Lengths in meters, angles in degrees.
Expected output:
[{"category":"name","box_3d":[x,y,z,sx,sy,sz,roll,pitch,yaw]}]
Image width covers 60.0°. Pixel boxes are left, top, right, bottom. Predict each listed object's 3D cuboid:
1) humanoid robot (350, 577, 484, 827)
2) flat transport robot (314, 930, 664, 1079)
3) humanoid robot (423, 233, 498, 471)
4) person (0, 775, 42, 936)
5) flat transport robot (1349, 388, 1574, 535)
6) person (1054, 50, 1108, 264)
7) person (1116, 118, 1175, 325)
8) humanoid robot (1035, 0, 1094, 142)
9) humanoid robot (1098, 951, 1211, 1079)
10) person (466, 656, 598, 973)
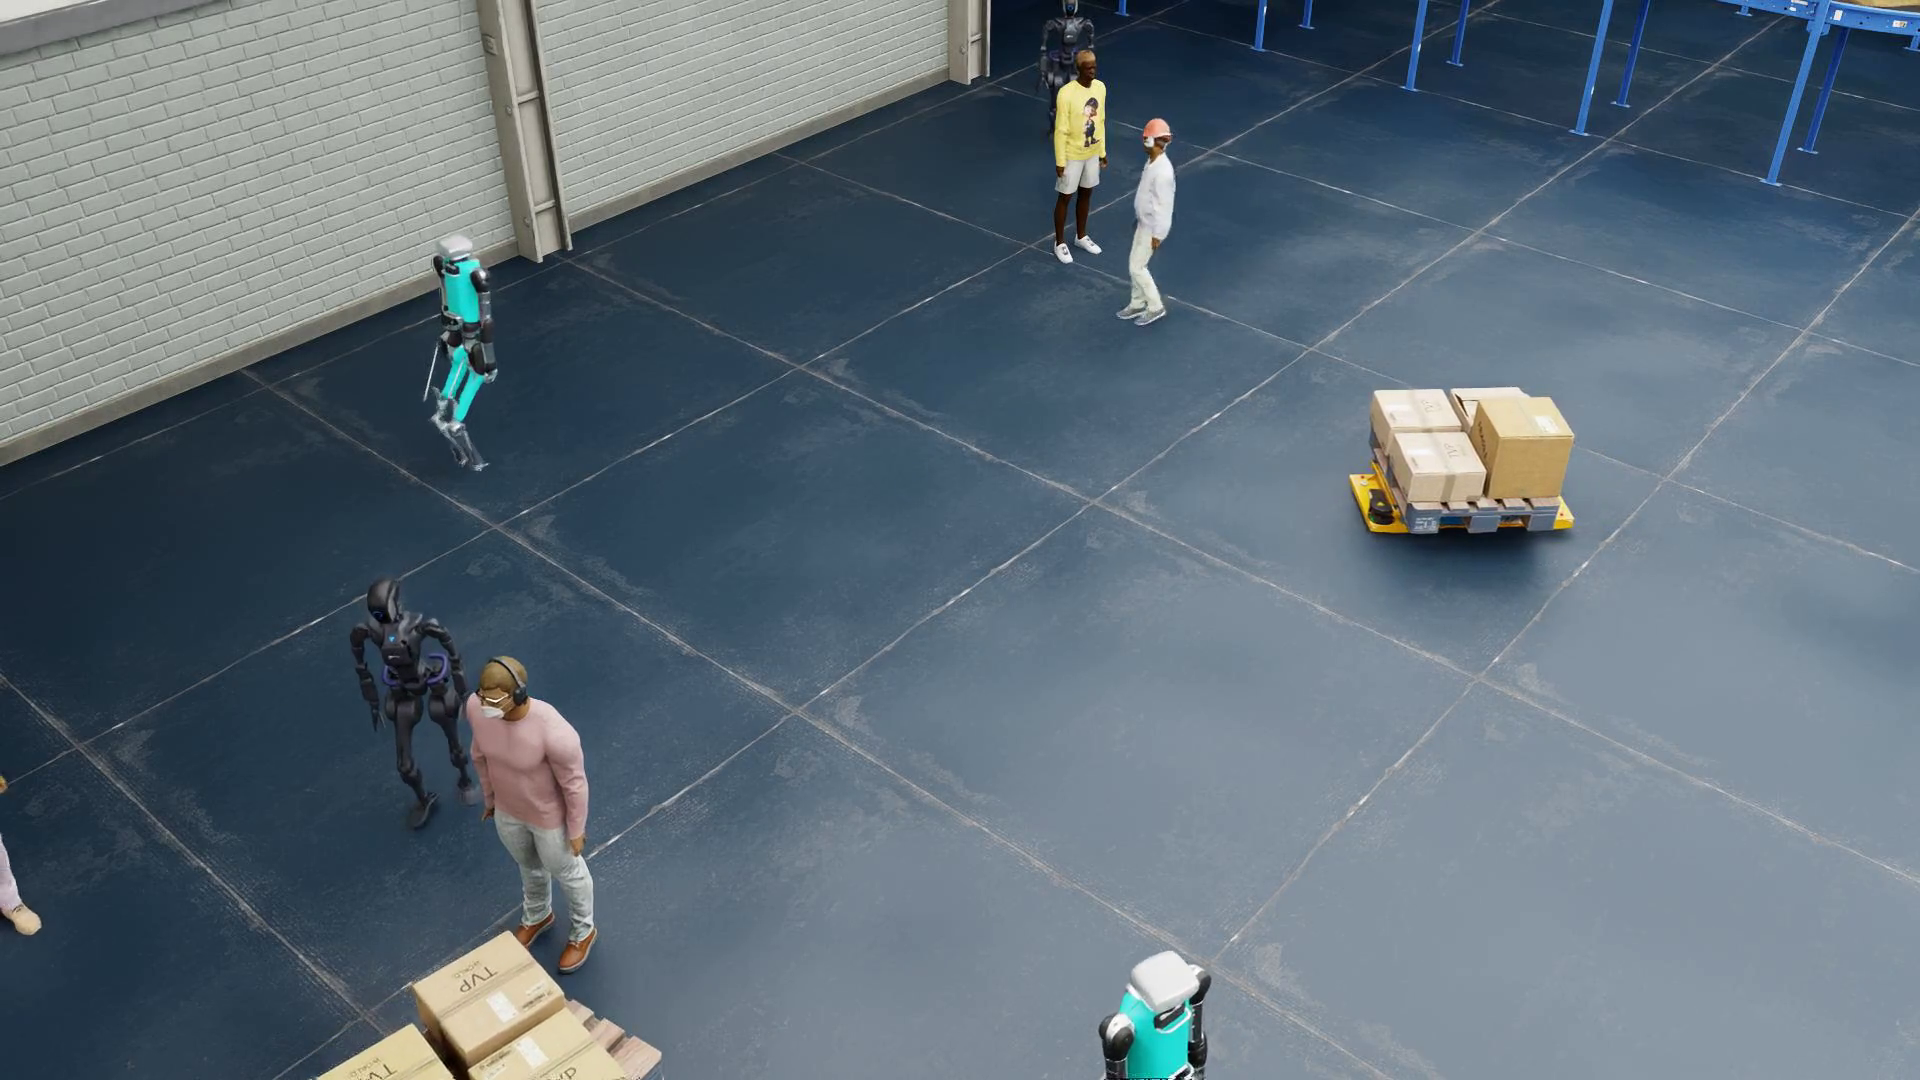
[{"category":"humanoid robot","box_3d":[-2.910,0.843,8.997,0.615,1.654,0.380,-2,36,-3]},{"category":"flat transport robot","box_3d":[-2.128,2.718,7.571,1.431,0.231,0.659,21,41,27]},{"category":"humanoid robot","box_3d":[-3.629,-1.252,11.903,0.540,1.815,0.674,25,42,31]},{"category":"person","box_3d":[-5.136,1.245,8.294,0.598,1.832,0.588,21,41,27]},{"category":"flat transport robot","box_3d":[3.558,-0.318,11.834,1.431,0.231,0.659,-1,35,-2]},{"category":"person","box_3d":[1.067,-3.420,14.785,0.544,1.900,0.374,-21,41,-27]},{"category":"person","box_3d":[1.557,-2.630,13.836,0.403,1.700,0.587,-3,36,-4]},{"category":"humanoid robot","box_3d":[1.076,-4.752,16.882,0.609,1.622,0.775,-4,36,-6]},{"category":"humanoid robot","box_3d":[0.979,2.489,6.657,0.540,1.774,0.977,-26,43,-31]},{"category":"person","box_3d":[-2.071,1.322,8.093,0.628,1.940,0.379,17,39,22]}]
